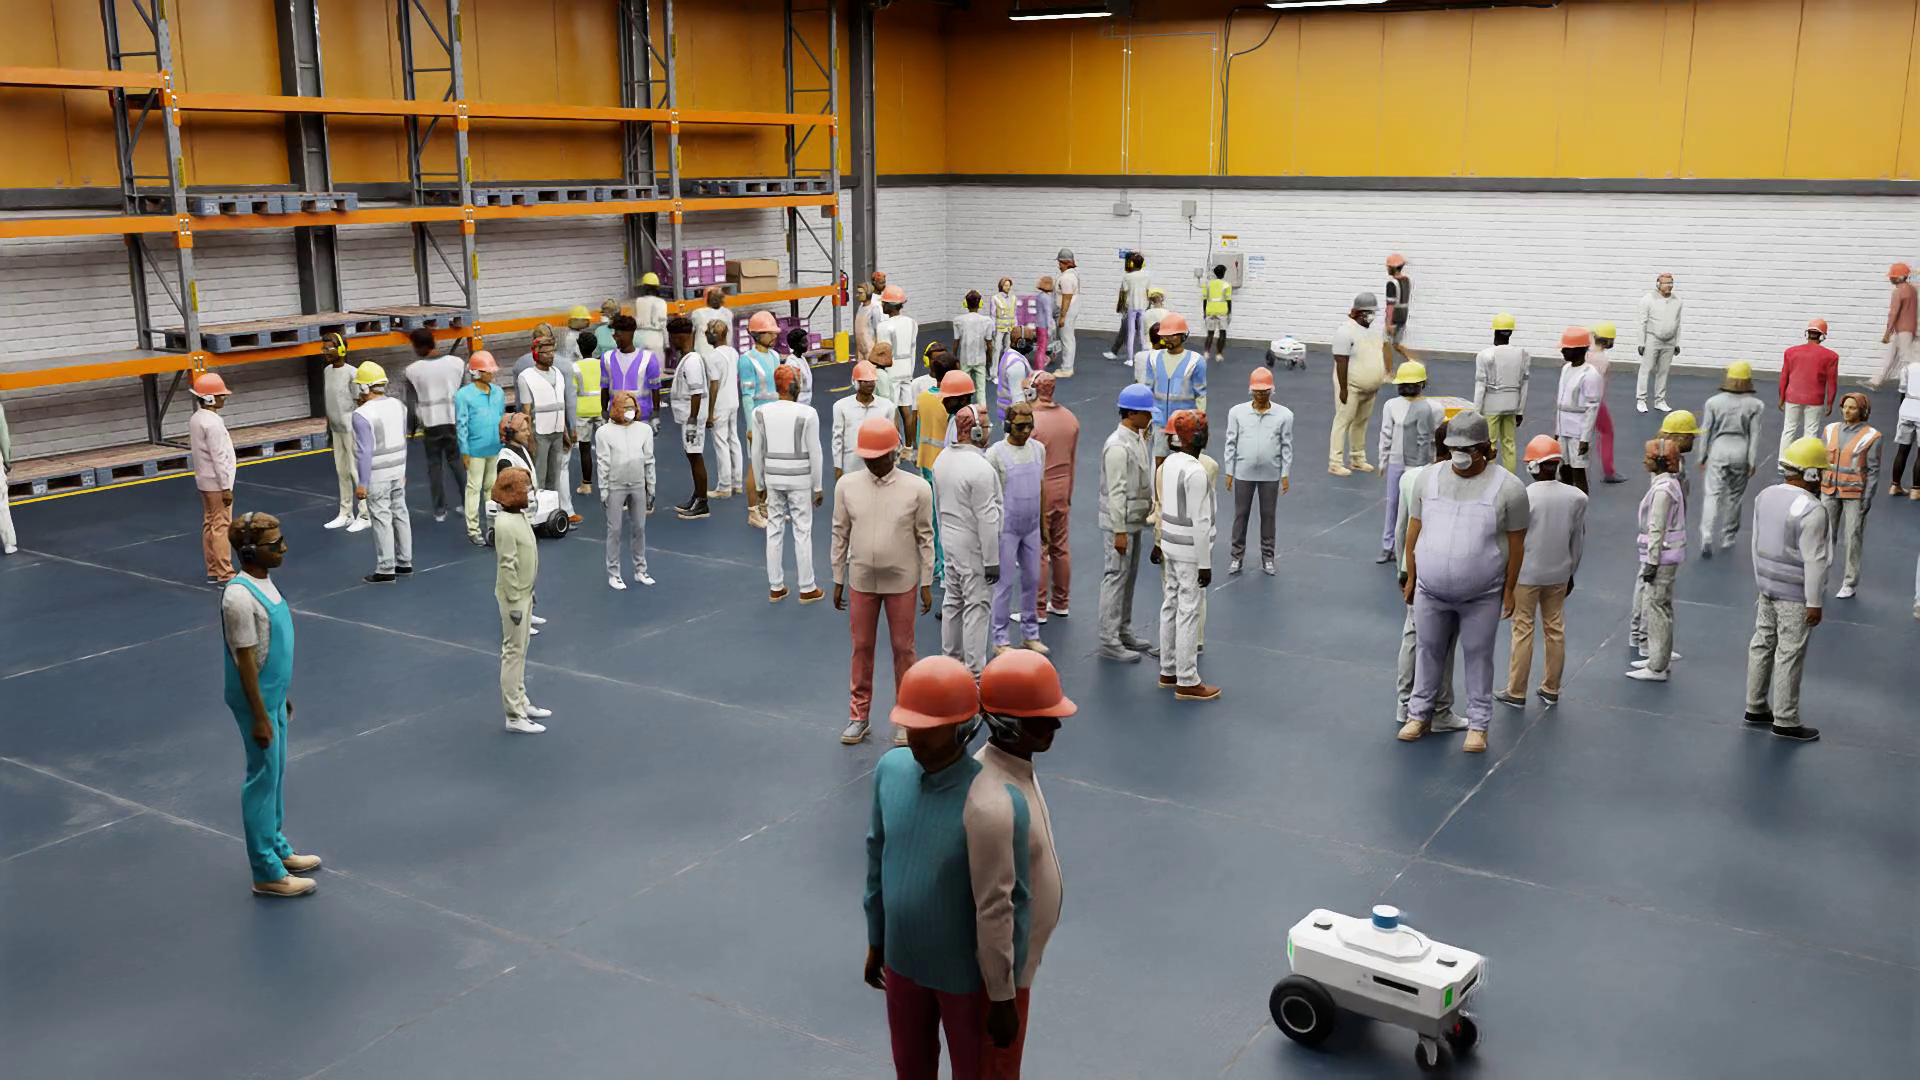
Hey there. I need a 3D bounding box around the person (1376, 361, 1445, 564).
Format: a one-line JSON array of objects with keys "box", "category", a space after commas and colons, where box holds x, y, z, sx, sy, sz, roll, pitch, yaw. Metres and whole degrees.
[{"box": [3.842, -0.646, 14.210, 0.533, 1.767, 0.326, 5, 14, 22], "category": "person"}]

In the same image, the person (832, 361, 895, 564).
[{"box": [-0.823, -0.669, 14.325, 0.561, 1.756, 0.318, -3, 13, -13], "category": "person"}]

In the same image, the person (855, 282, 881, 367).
[{"box": [-1.233, -2.495, 22.056, 0.344, 1.847, 0.504, -9, 16, -33], "category": "person"}]

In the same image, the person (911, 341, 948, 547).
[{"box": [-0.203, -0.837, 14.812, 0.531, 1.870, 0.316, -10, 16, -36], "category": "person"}]

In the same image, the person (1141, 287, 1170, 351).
[{"box": [2.693, -2.551, 22.573, 0.419, 1.719, 0.684, -10, 16, -37], "category": "person"}]

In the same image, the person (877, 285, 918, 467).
[{"box": [-0.744, -1.854, 18.833, 0.365, 2.048, 0.605, 10, 16, 37], "category": "person"}]

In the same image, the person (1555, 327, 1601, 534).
[{"box": [5.667, -1.007, 15.408, 0.376, 1.934, 0.547, -2, 13, -10], "category": "person"}]

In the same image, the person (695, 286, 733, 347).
[{"box": [-3.404, -2.637, 22.956, 0.592, 1.731, 0.410, 1, 13, 4], "category": "person"}]

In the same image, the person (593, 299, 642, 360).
[{"box": [-3.787, -1.699, 18.401, 0.635, 1.936, 0.351, 7, 15, 29], "category": "person"}]

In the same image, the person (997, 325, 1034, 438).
[{"box": [0.580, -1.209, 16.515, 0.429, 1.837, 0.623, -1, 13, -3], "category": "person"}]

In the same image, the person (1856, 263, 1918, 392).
[{"box": [13.828, -3.097, 24.463, 0.966, 1.933, 0.632, 11, 17, 41], "category": "person"}]

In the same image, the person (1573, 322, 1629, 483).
[{"box": [6.873, -1.458, 17.818, 0.794, 1.732, 0.526, -2, 13, -8], "category": "person"}]

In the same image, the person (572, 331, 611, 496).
[{"box": [-3.822, -1.305, 17.221, 0.538, 1.695, 0.320, -9, 16, -34], "category": "person"}]

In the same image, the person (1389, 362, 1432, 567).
[{"box": [3.836, -0.643, 14.228, 0.342, 1.757, 0.533, -2, 13, -10], "category": "person"}]

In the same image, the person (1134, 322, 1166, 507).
[{"box": [1.951, -1.254, 16.666, 0.345, 1.857, 0.525, -12, 18, -43], "category": "person"}]

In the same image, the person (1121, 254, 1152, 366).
[{"box": [2.969, -3.856, 27.906, 0.513, 1.872, 0.328, -1, 13, -3], "category": "person"}]

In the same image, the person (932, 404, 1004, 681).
[{"box": [0.087, 0.069, 10.801, 0.407, 1.910, 0.638, -7, 15, -29], "category": "person"}]

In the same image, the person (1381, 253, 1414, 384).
[{"box": [6.734, -3.379, 25.501, 0.632, 2.023, 0.632, -11, 17, -41], "category": "person"}]

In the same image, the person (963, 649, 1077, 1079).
[{"box": [0.160, 1.302, 5.258, 0.397, 1.992, 0.621, 1, 13, 5], "category": "person"}]

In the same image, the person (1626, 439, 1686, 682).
[{"box": [4.683, 0.129, 11.150, 0.321, 1.627, 0.509, 6, 14, 24], "category": "person"}]

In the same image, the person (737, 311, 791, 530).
[{"box": [-1.839, -1.132, 15.703, 0.365, 2.048, 0.608, 5, 14, 22], "category": "person"}]

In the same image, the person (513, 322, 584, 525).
[{"box": [-3.896, -1.084, 15.731, 0.629, 1.940, 0.379, 4, 14, 17], "category": "person"}]

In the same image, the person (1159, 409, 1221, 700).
[{"box": [1.481, 0.091, 10.754, 0.356, 1.885, 0.574, -4, 13, -15], "category": "person"}]

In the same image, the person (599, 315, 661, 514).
[{"box": [-3.231, -1.225, 16.286, 0.614, 1.962, 0.361, 2, 13, 7], "category": "person"}]

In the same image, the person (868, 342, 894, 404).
[{"box": [-0.784, -1.190, 16.856, 0.279, 1.634, 0.498, -4, 14, -16], "category": "person"}]

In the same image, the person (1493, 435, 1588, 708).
[{"box": [3.672, 0.199, 10.575, 0.560, 1.750, 0.328, -3, 13, -13], "category": "person"}]

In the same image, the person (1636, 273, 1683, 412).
[{"box": [9.612, -2.708, 22.848, 0.643, 1.909, 0.410, -2, 13, -10], "category": "person"}]

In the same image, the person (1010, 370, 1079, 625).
[{"box": [0.599, -0.320, 12.488, 0.399, 1.908, 0.643, 12, 18, 42], "category": "person"}]

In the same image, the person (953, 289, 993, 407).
[{"box": [0.158, -2.150, 20.533, 0.508, 1.862, 0.326, 1, 13, 3], "category": "person"}]

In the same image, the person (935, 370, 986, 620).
[{"box": [0.002, -0.299, 12.359, 0.385, 1.929, 0.541, -5, 14, -19], "category": "person"}]

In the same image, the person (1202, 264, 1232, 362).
[{"box": [4.379, -3.881, 28.495, 0.577, 1.658, 0.567, 8, 15, 31], "category": "person"}]

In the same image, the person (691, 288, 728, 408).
[{"box": [-3.283, -2.395, 21.745, 0.549, 1.792, 0.715, 0, 13, 1], "category": "person"}]

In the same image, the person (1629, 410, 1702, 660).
[{"box": [4.956, -0.047, 11.663, 0.319, 1.743, 0.488, 2, 13, 10], "category": "person"}]

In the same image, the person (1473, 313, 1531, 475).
[{"box": [5.440, -1.329, 16.821, 0.588, 1.927, 0.371, -3, 13, -14], "category": "person"}]

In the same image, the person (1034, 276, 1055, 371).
[{"box": [1.339, -3.318, 26.122, 0.441, 1.619, 0.557, -5, 14, -20], "category": "person"}]

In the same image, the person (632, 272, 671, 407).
[{"box": [-4.299, -2.734, 22.961, 0.603, 1.907, 0.683, 9, 16, 35], "category": "person"}]

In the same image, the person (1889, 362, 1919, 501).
[{"box": [9.794, -1.235, 16.943, 0.319, 1.687, 0.538, -6, 14, -23], "category": "person"}]

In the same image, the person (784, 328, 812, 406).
[{"box": [-1.724, -1.398, 17.622, 0.322, 1.697, 0.534, 2, 13, 7], "category": "person"}]

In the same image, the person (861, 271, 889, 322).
[{"box": [-1.175, -2.865, 23.605, 0.352, 1.878, 0.568, 12, 18, 43], "category": "person"}]
